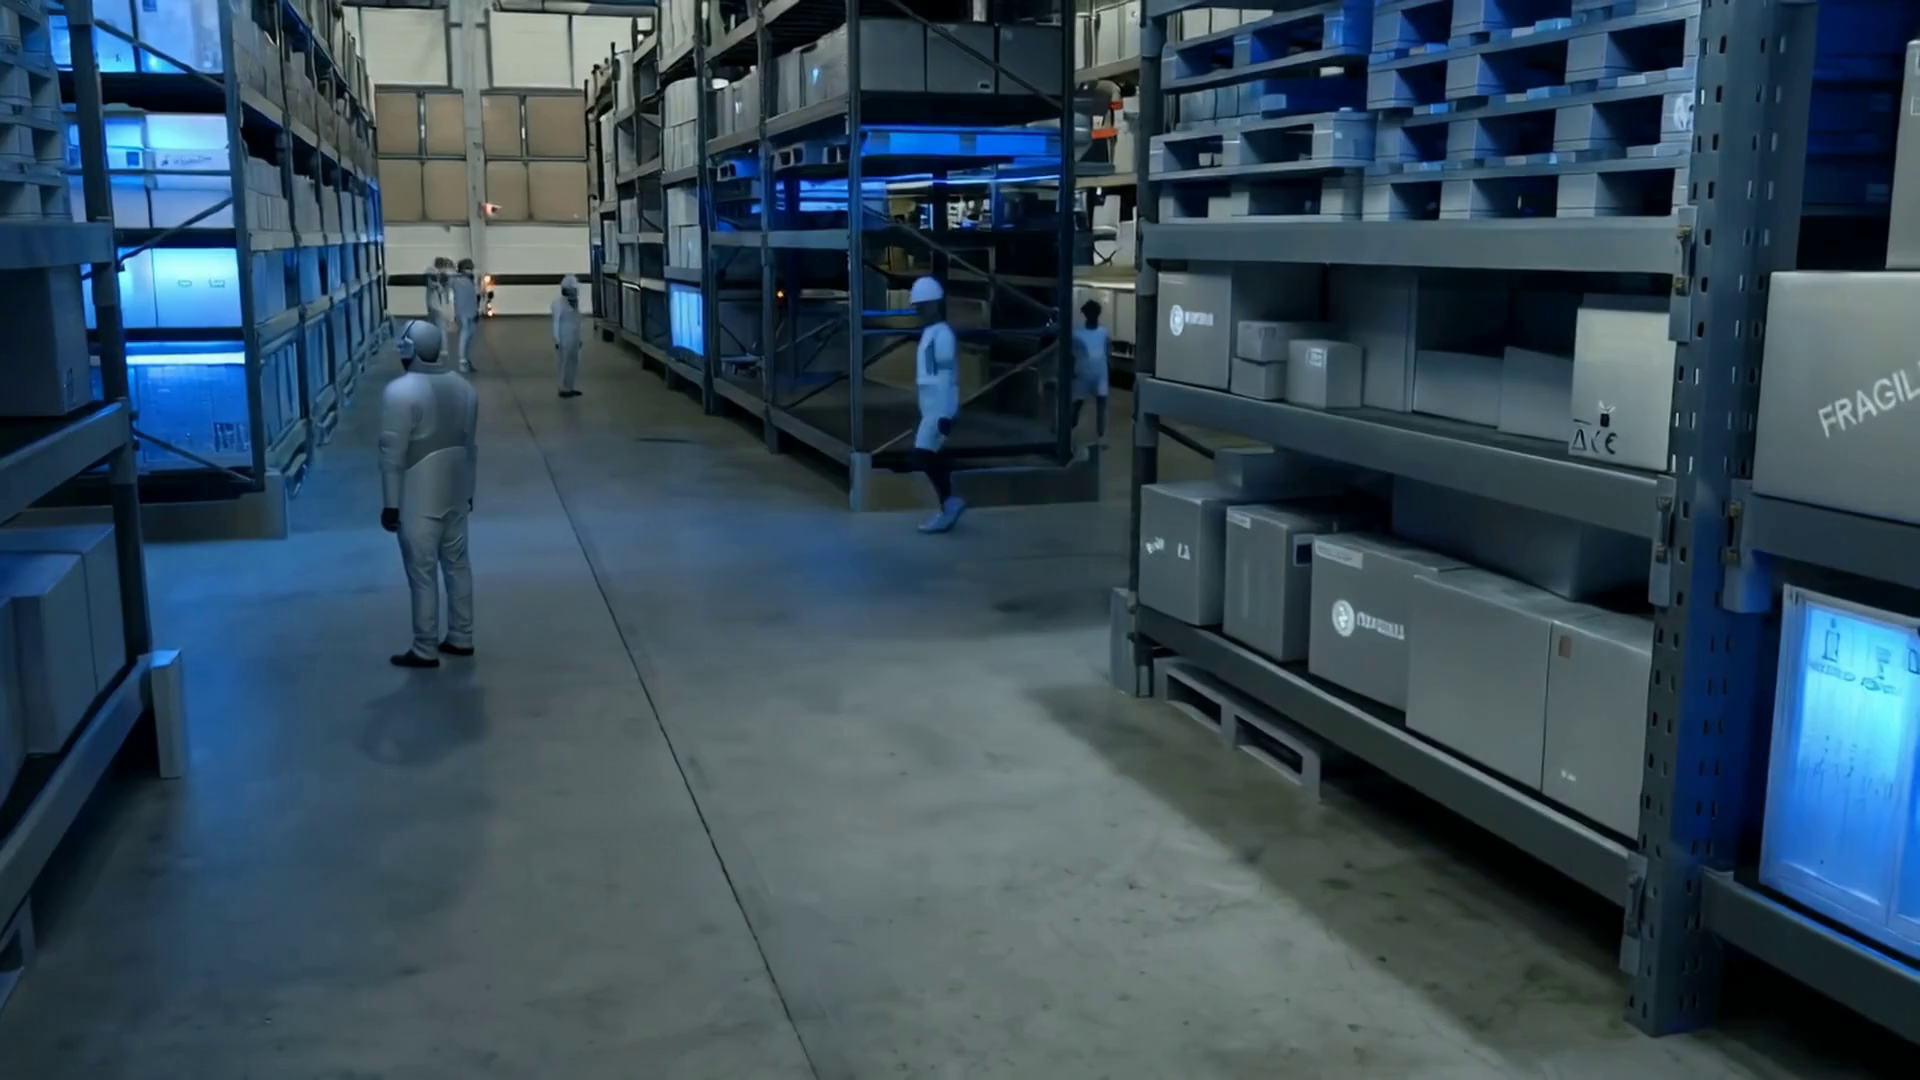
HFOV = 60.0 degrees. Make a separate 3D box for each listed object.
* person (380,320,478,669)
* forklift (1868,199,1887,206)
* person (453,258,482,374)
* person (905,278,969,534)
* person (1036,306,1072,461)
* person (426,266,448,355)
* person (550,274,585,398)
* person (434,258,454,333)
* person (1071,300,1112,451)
[{"bbox_3d":[-2.932,-0.252,9.155,0.400,1.901,0.643,5,11,25],"label":"person"},{"bbox_3d":[11.338,-2.915,21.052,1.129,2.768,1.873,-3,11,-17],"label":"forklift"},{"bbox_3d":[-8.508,-3.872,28.728,0.393,1.990,0.617,2,11,11],"label":"person"},{"bbox_3d":[-0.210,-1.032,13.063,0.451,2.025,0.631,-2,11,-12],"label":"person"},{"bbox_3d":[0.999,-1.652,17.579,0.288,1.625,0.497,-7,13,-34],"label":"person"},{"bbox_3d":[-10.427,-4.550,33.068,0.527,1.767,0.331,6,12,32],"label":"person"},{"bbox_3d":[-5.696,-2.970,24.294,0.425,1.816,0.624,6,12,32],"label":"person"},{"bbox_3d":[-12.698,-5.934,40.491,0.681,1.819,0.664,-3,11,-17],"label":"person"},{"bbox_3d":[1.441,-1.861,18.605,0.534,1.660,0.865,-3,11,-18],"label":"person"}]
